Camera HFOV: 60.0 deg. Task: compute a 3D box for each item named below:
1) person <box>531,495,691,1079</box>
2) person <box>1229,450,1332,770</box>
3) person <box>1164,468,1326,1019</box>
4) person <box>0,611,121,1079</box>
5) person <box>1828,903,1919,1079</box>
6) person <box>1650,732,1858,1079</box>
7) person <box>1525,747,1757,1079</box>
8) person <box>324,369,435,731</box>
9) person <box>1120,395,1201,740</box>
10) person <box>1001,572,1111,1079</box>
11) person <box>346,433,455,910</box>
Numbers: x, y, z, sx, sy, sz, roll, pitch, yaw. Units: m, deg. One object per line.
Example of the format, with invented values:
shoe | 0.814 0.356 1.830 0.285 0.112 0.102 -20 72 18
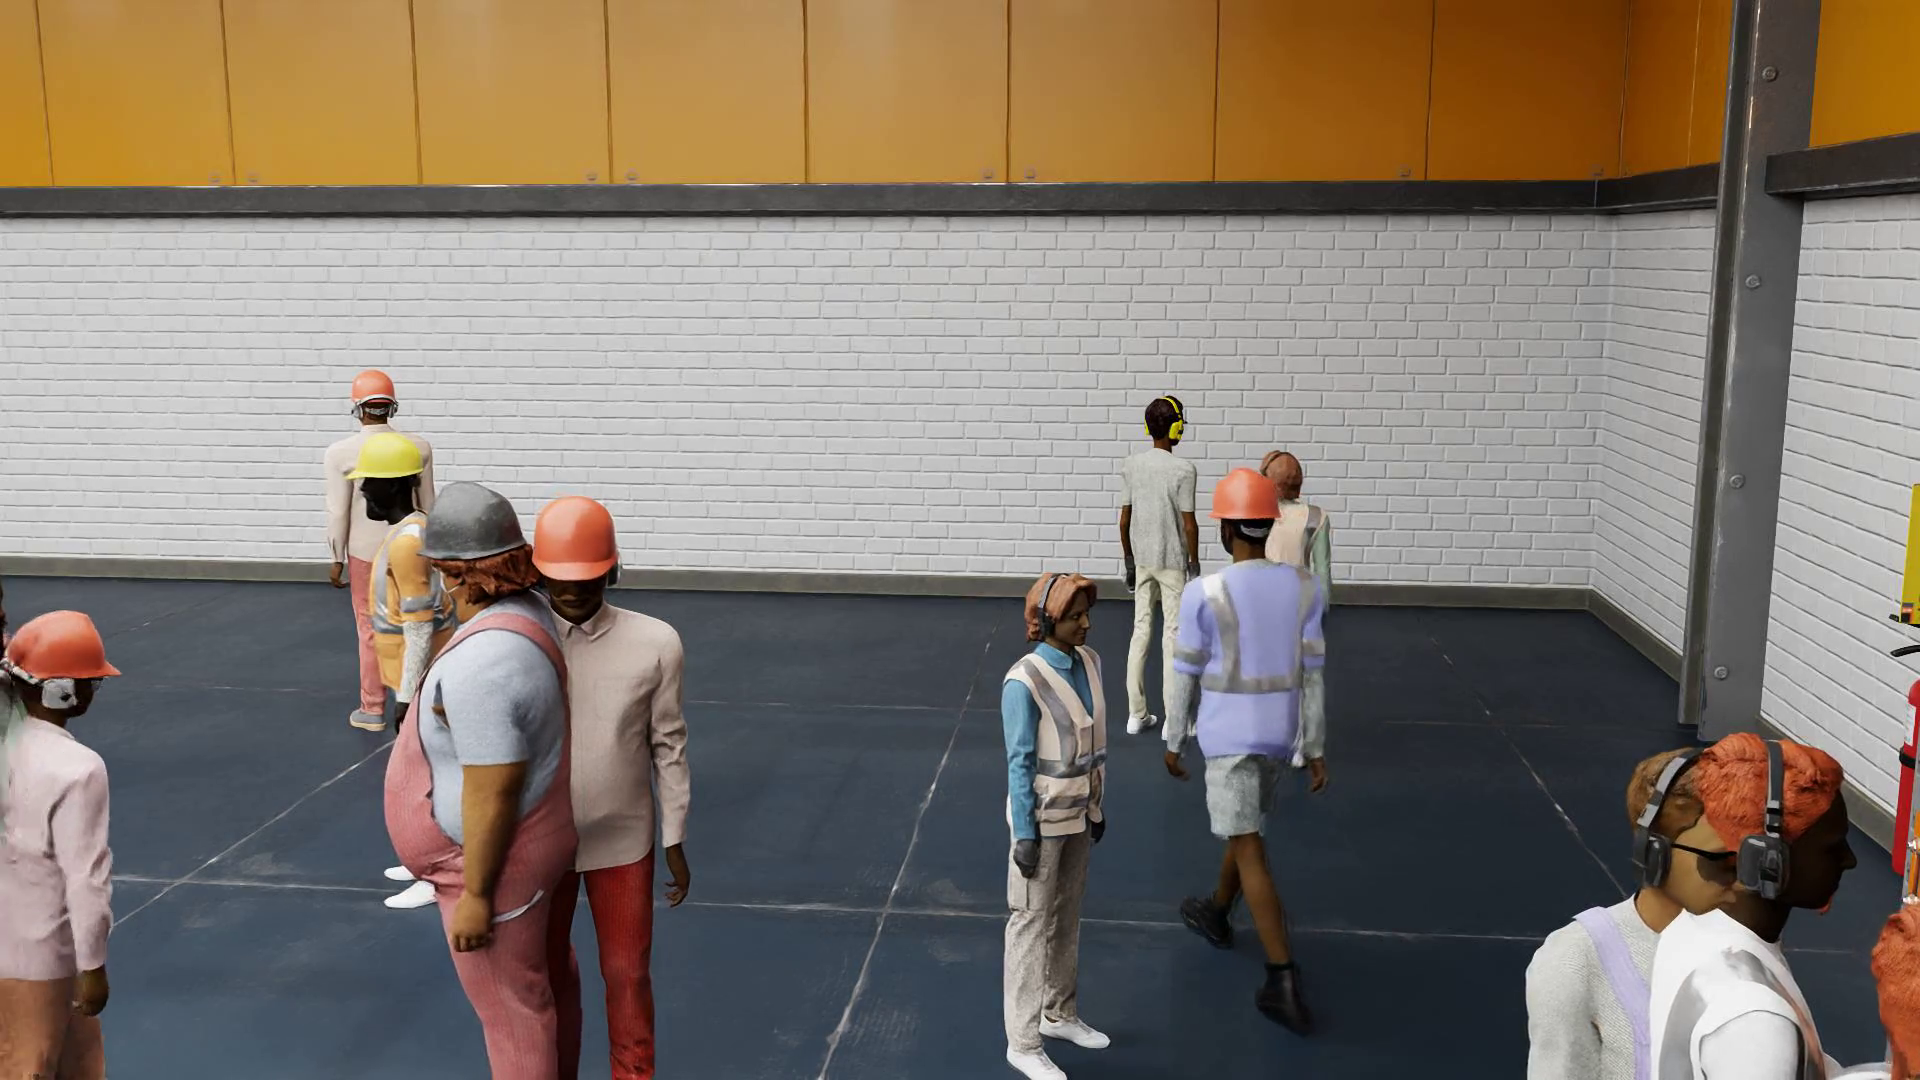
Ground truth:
person | -1.061 0.853 4.676 0.611 1.989 0.391 -2 10 -13
person | 1.622 0.363 8.467 0.521 1.645 0.306 1 10 8
person | 1.026 0.687 5.951 0.547 1.887 1.013 -4 11 -22
person | -2.515 1.052 4.381 0.583 1.710 0.805 7 12 33
person | 1.160 1.355 2.151 0.369 1.876 0.575 4 11 24
person | 1.260 1.237 2.775 0.342 1.882 0.587 2 10 10
person | 1.183 1.245 2.849 0.506 1.844 0.346 -4 11 -24
person | -3.197 0.057 9.218 0.613 1.994 0.382 -9 13 -40
person | 1.103 0.152 9.033 0.507 1.872 0.329 8 13 39
person | 0.306 0.908 5.358 0.306 1.640 0.521 6 12 31
person | -2.225 0.526 6.723 0.388 1.927 0.589 -3 10 -15
